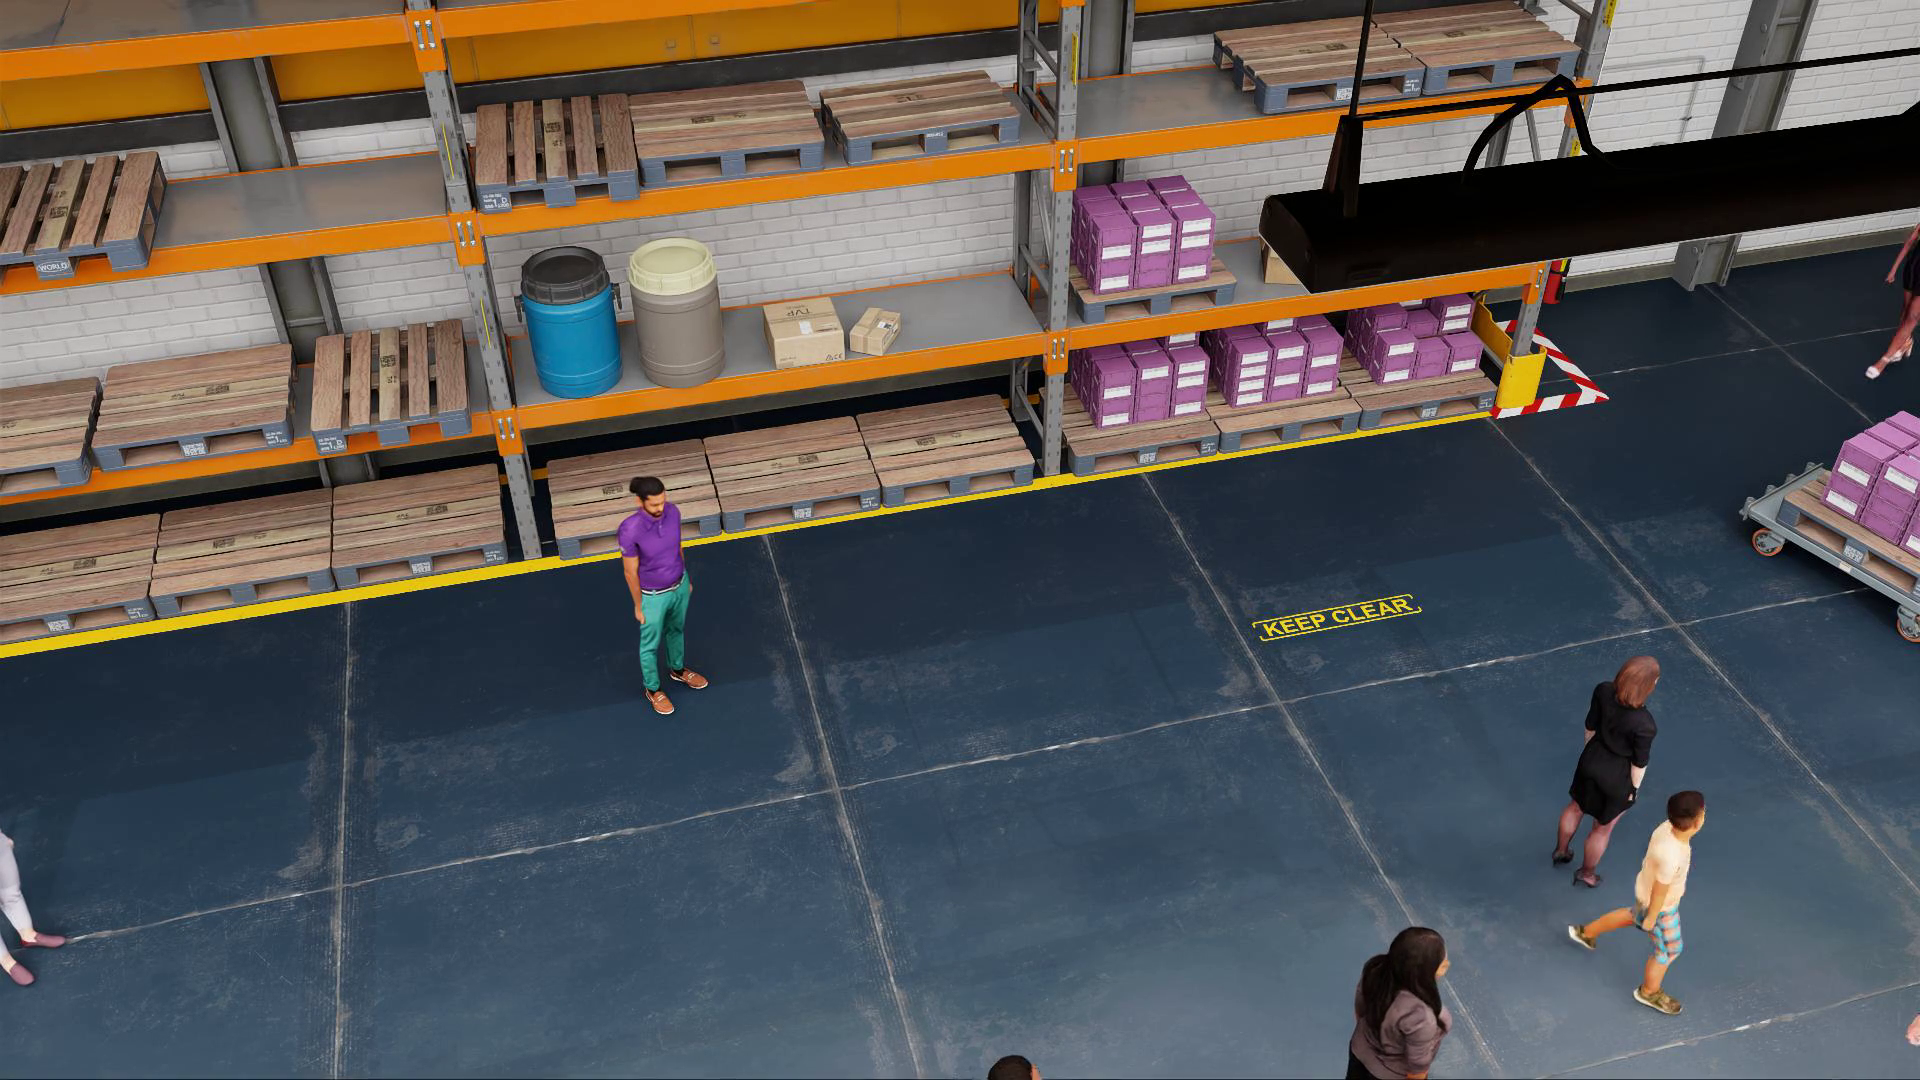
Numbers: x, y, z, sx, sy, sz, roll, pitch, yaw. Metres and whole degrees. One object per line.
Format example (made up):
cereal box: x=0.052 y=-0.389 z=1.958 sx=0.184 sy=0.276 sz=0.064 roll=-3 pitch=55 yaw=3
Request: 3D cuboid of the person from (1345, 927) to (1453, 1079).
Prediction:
person: x=2.006 y=2.472 z=7.839 sx=0.622 sy=1.837 sz=0.662 roll=-14 pitch=41 yaw=-17

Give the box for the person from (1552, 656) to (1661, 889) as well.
person: x=3.654 y=1.312 z=9.396 sx=0.560 sy=1.706 sz=0.624 roll=-18 pitch=42 yaw=-21

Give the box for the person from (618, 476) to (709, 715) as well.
person: x=-1.924 y=0.305 z=10.610 sx=0.773 sy=1.766 sz=0.677 roll=28 pitch=46 yaw=30

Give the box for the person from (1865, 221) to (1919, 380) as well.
person: x=8.014 y=-2.196 z=13.754 sx=1.103 sy=1.750 sz=0.826 roll=-24 pitch=45 yaw=-27

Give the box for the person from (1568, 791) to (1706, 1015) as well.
person: x=3.684 y=1.880 z=8.907 sx=0.950 sy=1.429 sz=0.818 roll=17 pitch=42 yaw=20

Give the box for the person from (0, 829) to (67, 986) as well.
person: x=-5.273 y=1.738 z=8.941 sx=0.697 sy=1.607 sz=0.684 roll=10 pitch=40 yaw=12
